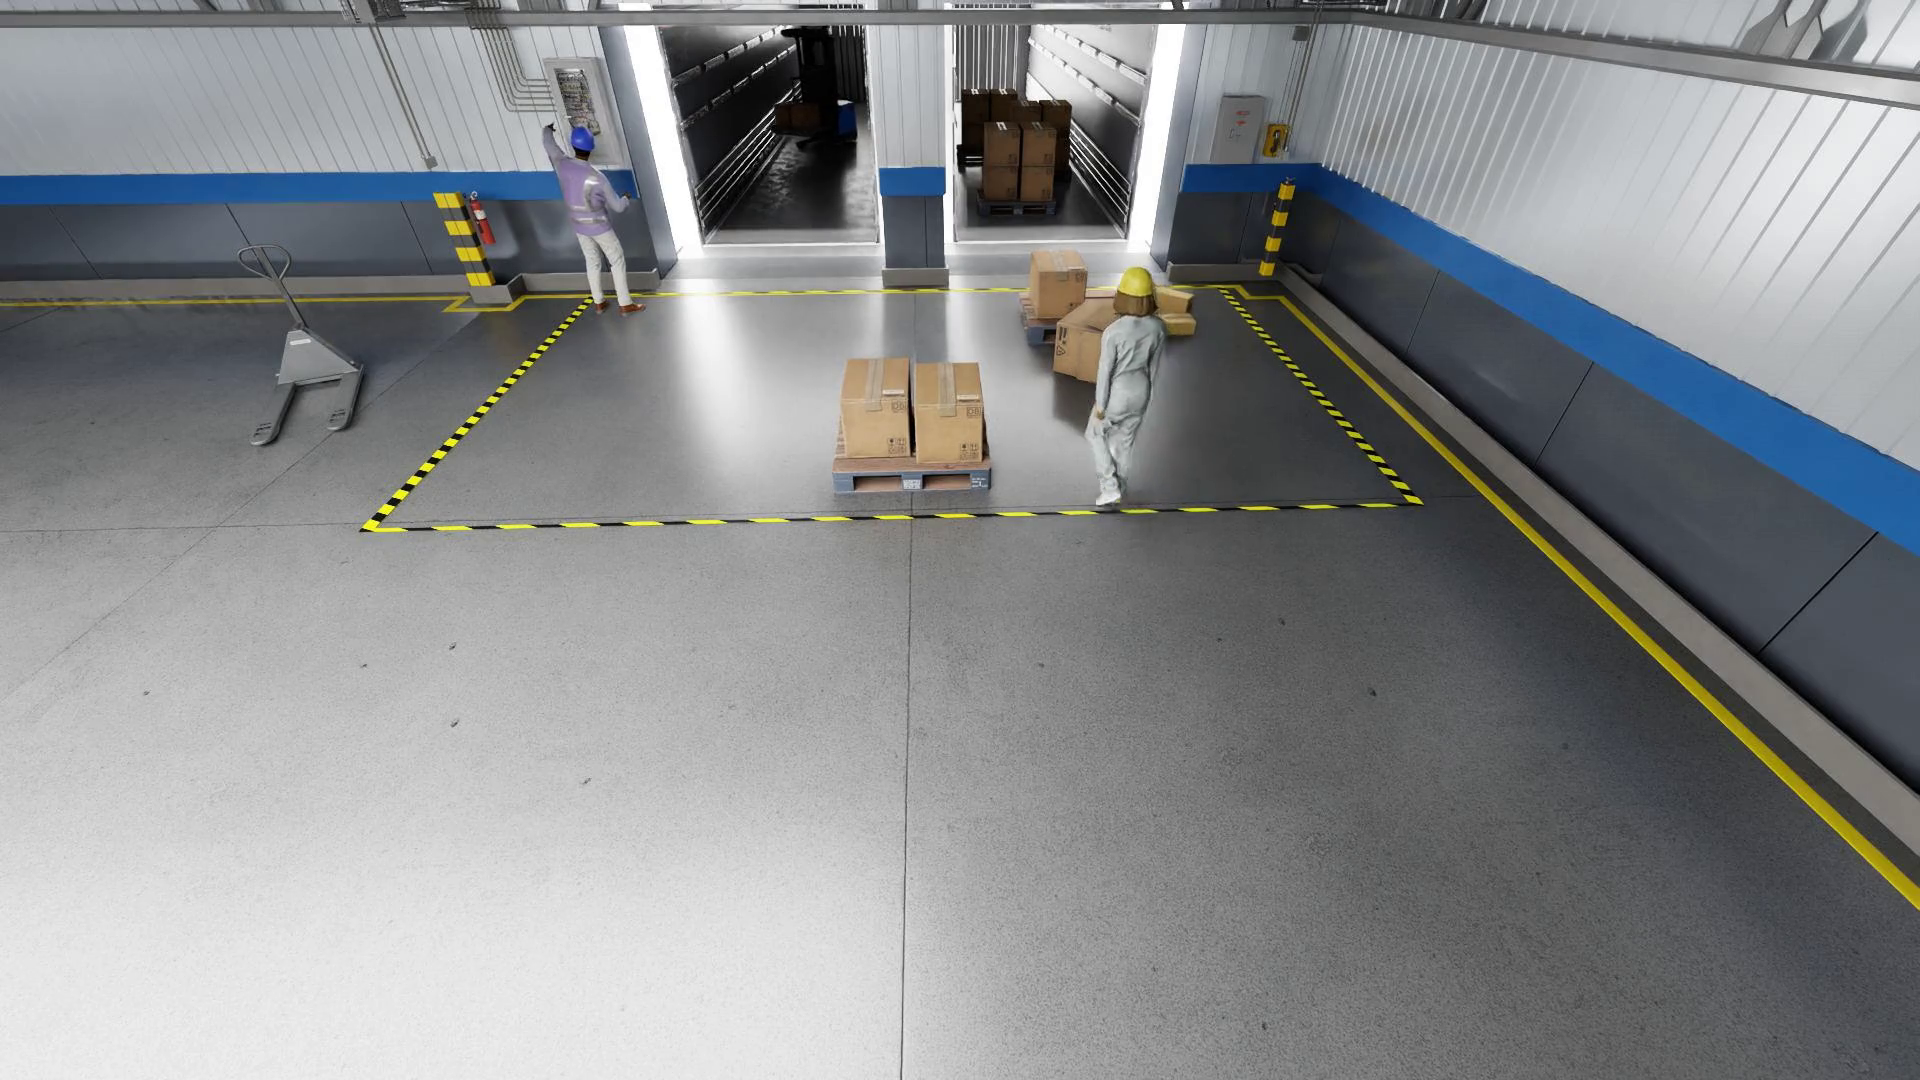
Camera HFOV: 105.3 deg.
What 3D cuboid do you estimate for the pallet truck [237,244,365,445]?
[{"bbox_3d":[-5.915,-1.733,6.366,0.680,1.201,1.601,-18,42,-21],"label":"pallet truck"}]

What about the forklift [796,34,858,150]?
[{"bbox_3d":[-2.787,-9.582,15.612,0.716,2.013,0.776,18,42,21],"label":"forklift"}]

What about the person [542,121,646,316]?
[{"bbox_3d":[-4.042,-3.521,8.090,0.995,1.901,0.759,9,39,12],"label":"person"}]

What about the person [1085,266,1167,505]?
[{"bbox_3d":[1.136,-0.957,4.996,0.484,1.729,0.454,-12,40,-14],"label":"person"}]
